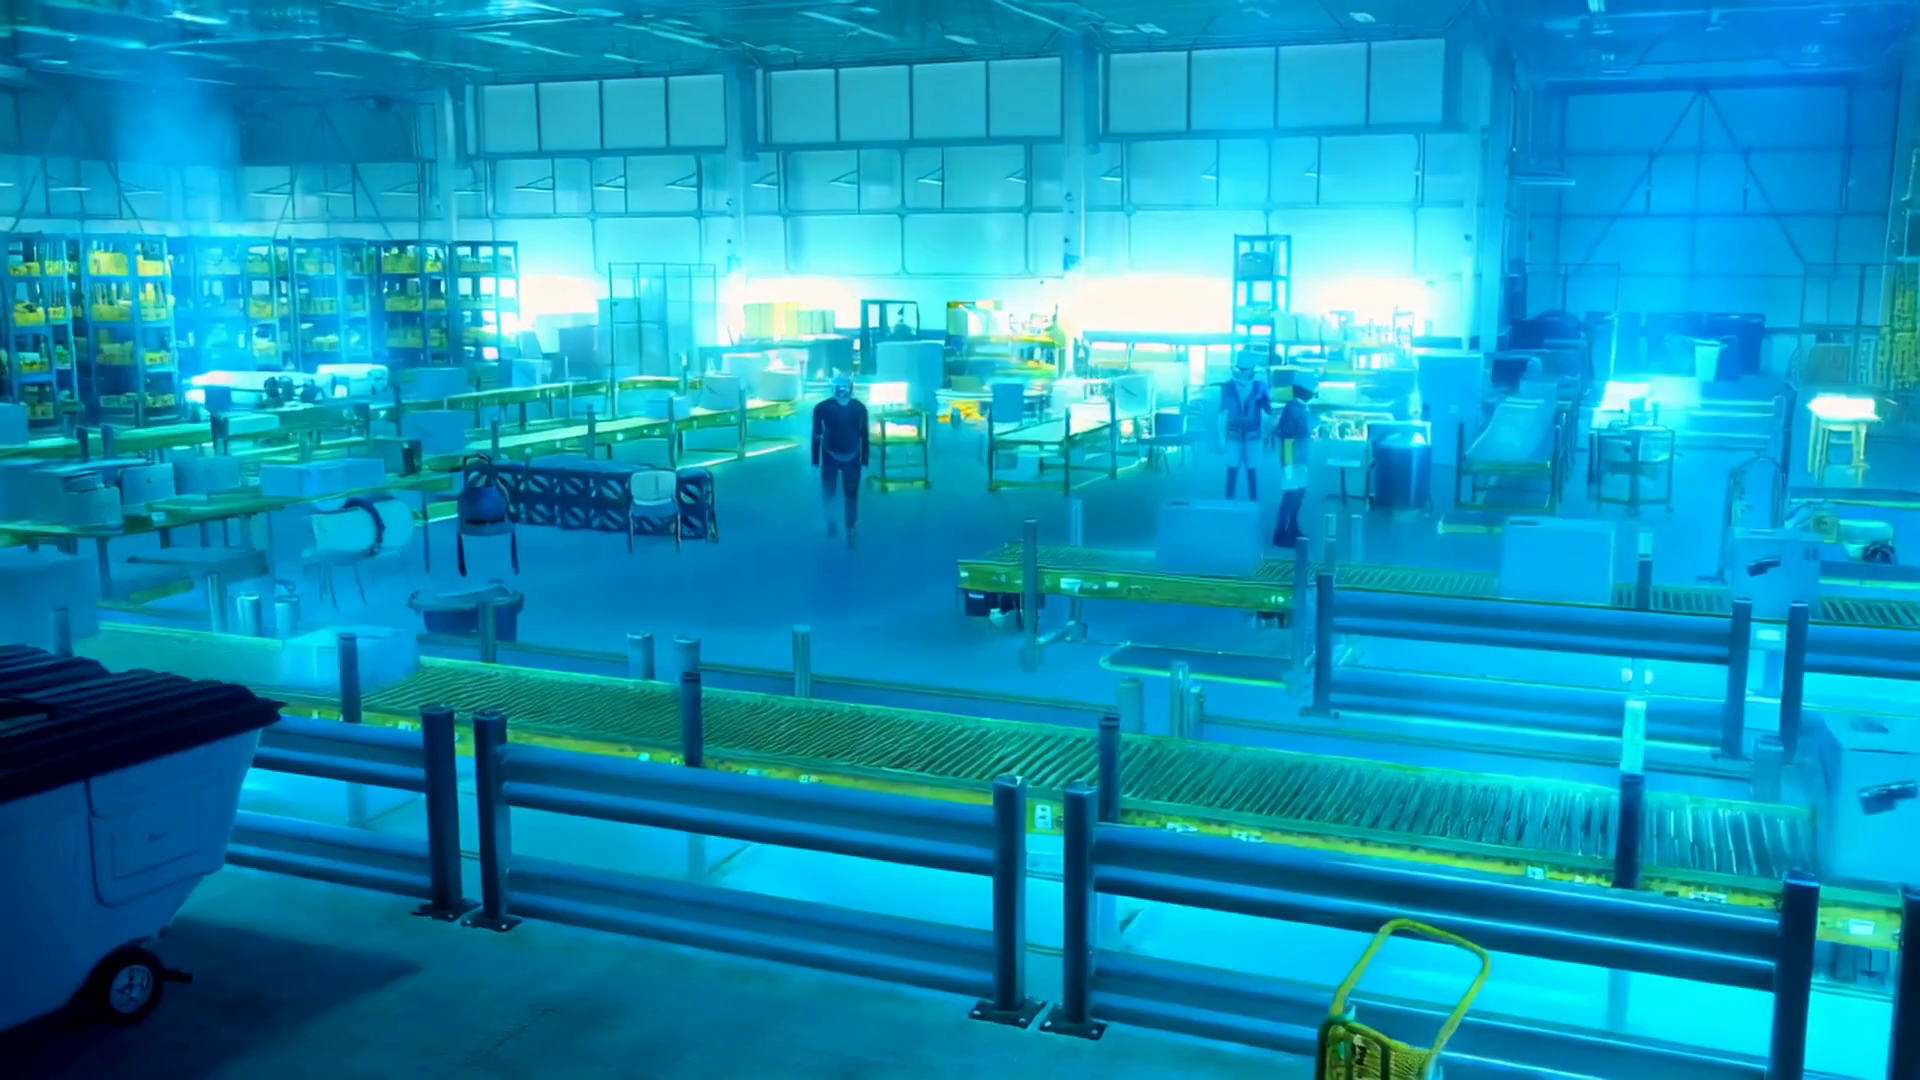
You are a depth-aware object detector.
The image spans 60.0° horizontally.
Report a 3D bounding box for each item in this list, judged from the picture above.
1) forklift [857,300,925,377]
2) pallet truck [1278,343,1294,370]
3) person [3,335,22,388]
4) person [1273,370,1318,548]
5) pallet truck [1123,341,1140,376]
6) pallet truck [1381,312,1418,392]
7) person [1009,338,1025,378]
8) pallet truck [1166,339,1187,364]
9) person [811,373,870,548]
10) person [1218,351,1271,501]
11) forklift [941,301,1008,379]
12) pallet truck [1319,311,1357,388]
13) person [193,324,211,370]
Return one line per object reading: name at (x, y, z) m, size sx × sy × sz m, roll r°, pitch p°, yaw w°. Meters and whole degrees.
forklift at (-1.732, -5.109, 42.468) m, size 1.157 × 1.987 × 2.680 m, roll 4°, pitch 10°, yaw 22°
pallet truck at (7.886, -4.163, 39.743) m, size 0.653 × 1.274 × 1.630 m, roll 4°, pitch 10°, yaw 22°
person at (-18.750, -3.246, 32.732) m, size 0.915 × 1.794 × 0.591 m, roll 4°, pitch 10°, yaw 21°
person at (3.633, -0.868, 17.909) m, size 0.422 × 1.922 × 0.544 m, roll 5°, pitch 11°, yaw 28°
pallet truck at (4.445, -4.380, 41.279) m, size 0.680 × 1.201 × 1.601 m, roll 4°, pitch 10°, yaw 22°
pallet truck at (10.207, -4.283, 38.369) m, size 0.823 × 1.965 × 1.885 m, roll 3°, pitch 10°, yaw 20°
person at (1.188, -3.701, 35.554) m, size 0.436 × 1.752 × 0.547 m, roll -2°, pitch 10°, yaw -11°
pallet truck at (5.418, -4.269, 40.420) m, size 0.704 × 1.261 × 1.522 m, roll 3°, pitch 10°, yaw 20°
person at (-1.302, -0.890, 18.181) m, size 0.646 × 1.881 × 0.868 m, roll -1°, pitch 9°, yaw -7°
person at (3.311, -1.179, 19.423) m, size 0.607 × 2.044 × 0.378 m, roll 2°, pitch 10°, yaw 14°
forklift at (0.365, -4.966, 41.571) m, size 1.157 × 1.987 × 2.680 m, roll 3°, pitch 10°, yaw 20°
pallet truck at (9.071, -4.419, 39.190) m, size 0.823 × 1.965 × 1.885 m, roll 5°, pitch 10°, yaw 26°
person at (-17.101, -4.114, 37.535) m, size 0.889 × 1.937 × 0.632 m, roll 3°, pitch 10°, yaw 20°
